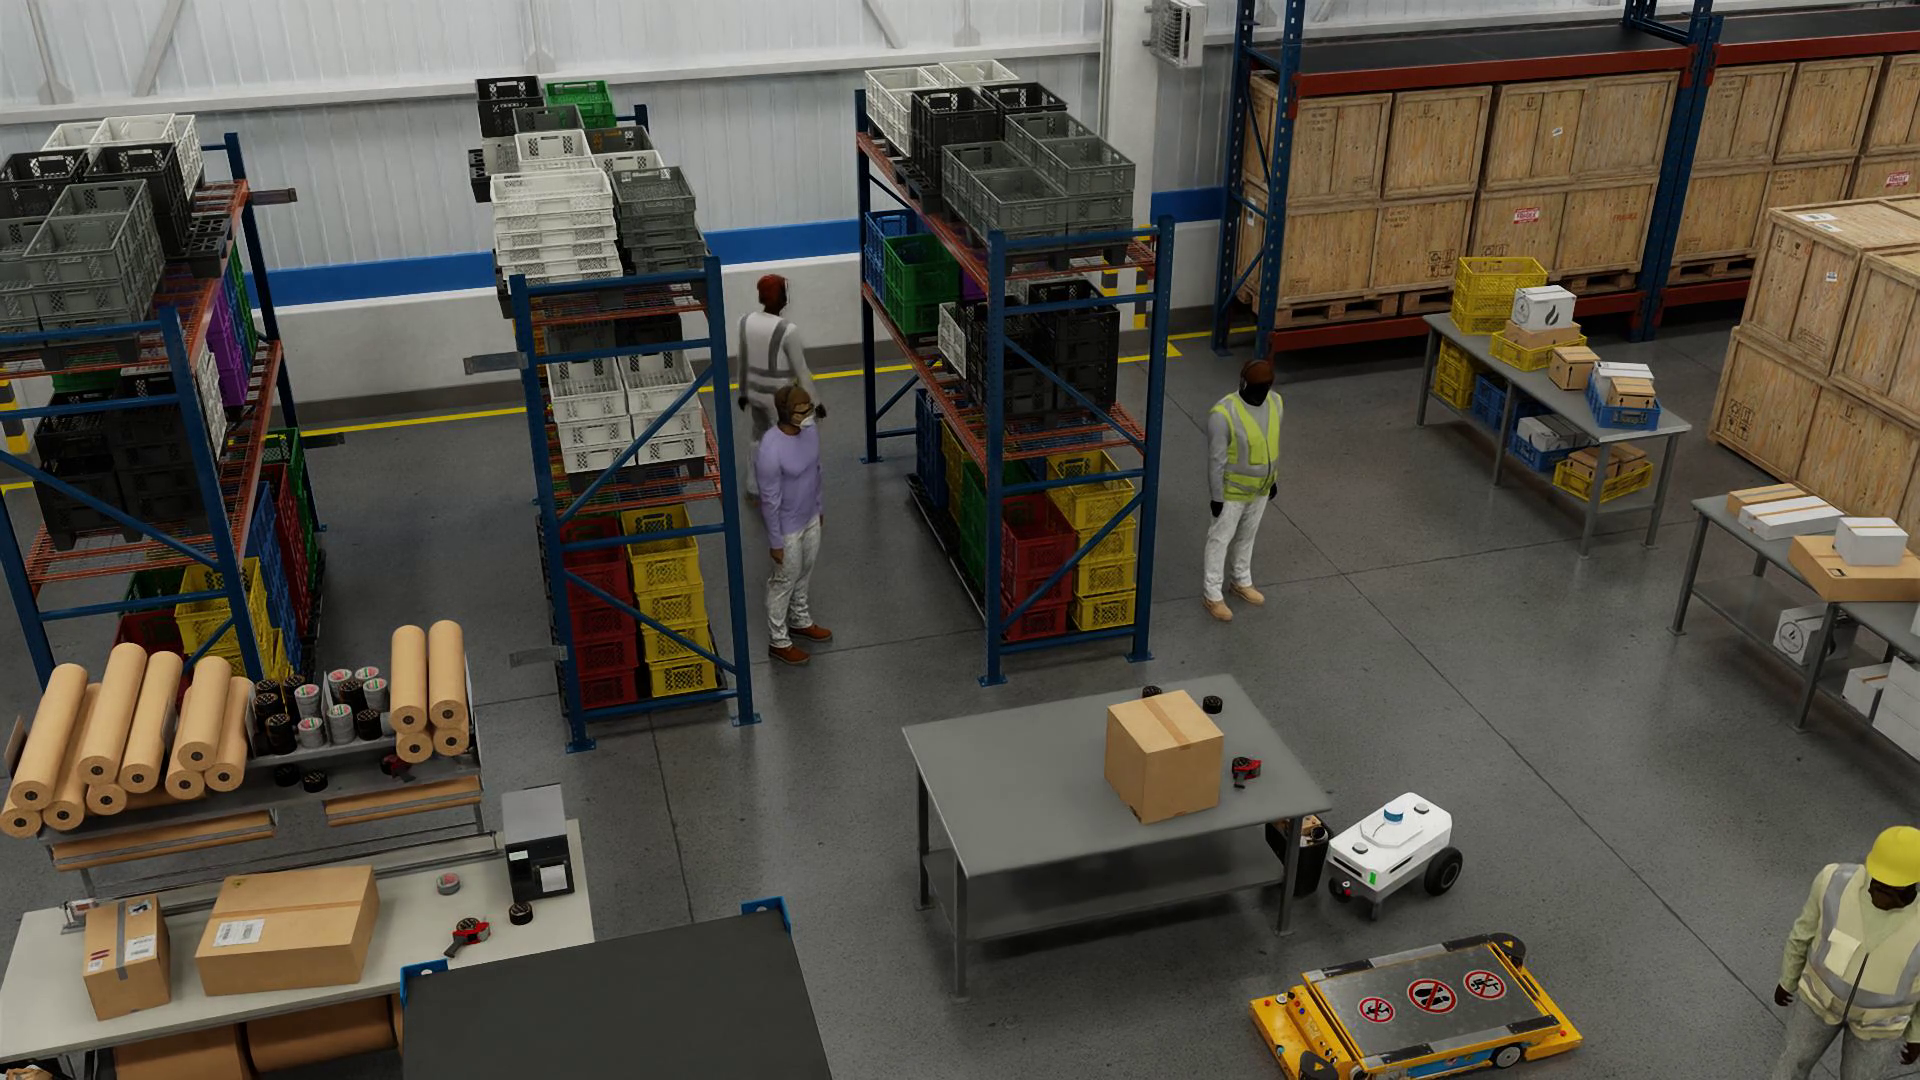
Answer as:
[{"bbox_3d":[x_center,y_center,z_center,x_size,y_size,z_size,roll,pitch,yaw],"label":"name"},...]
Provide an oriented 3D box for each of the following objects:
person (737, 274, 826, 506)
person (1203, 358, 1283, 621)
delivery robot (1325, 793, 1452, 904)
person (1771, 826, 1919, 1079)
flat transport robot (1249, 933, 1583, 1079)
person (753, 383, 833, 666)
[{"bbox_3d":[-1.397,-1.053,12.435,0.741,1.843,0.476,22,35,34],"label":"person"},{"bbox_3d":[1.908,-0.356,11.167,0.620,1.840,0.430,-20,34,-31],"label":"person"},{"bbox_3d":[2.272,1.613,8.813,0.707,0.478,0.477,-22,35,-34],"label":"delivery robot"},{"bbox_3d":[3.749,1.944,6.986,0.603,1.830,0.404,21,35,34],"label":"person"},{"bbox_3d":[2.184,2.282,7.980,1.431,0.197,0.652,-8,30,-14],"label":"flat transport robot"},{"bbox_3d":[-1.063,-0.110,10.625,0.364,1.932,0.627,12,31,21],"label":"person"}]
